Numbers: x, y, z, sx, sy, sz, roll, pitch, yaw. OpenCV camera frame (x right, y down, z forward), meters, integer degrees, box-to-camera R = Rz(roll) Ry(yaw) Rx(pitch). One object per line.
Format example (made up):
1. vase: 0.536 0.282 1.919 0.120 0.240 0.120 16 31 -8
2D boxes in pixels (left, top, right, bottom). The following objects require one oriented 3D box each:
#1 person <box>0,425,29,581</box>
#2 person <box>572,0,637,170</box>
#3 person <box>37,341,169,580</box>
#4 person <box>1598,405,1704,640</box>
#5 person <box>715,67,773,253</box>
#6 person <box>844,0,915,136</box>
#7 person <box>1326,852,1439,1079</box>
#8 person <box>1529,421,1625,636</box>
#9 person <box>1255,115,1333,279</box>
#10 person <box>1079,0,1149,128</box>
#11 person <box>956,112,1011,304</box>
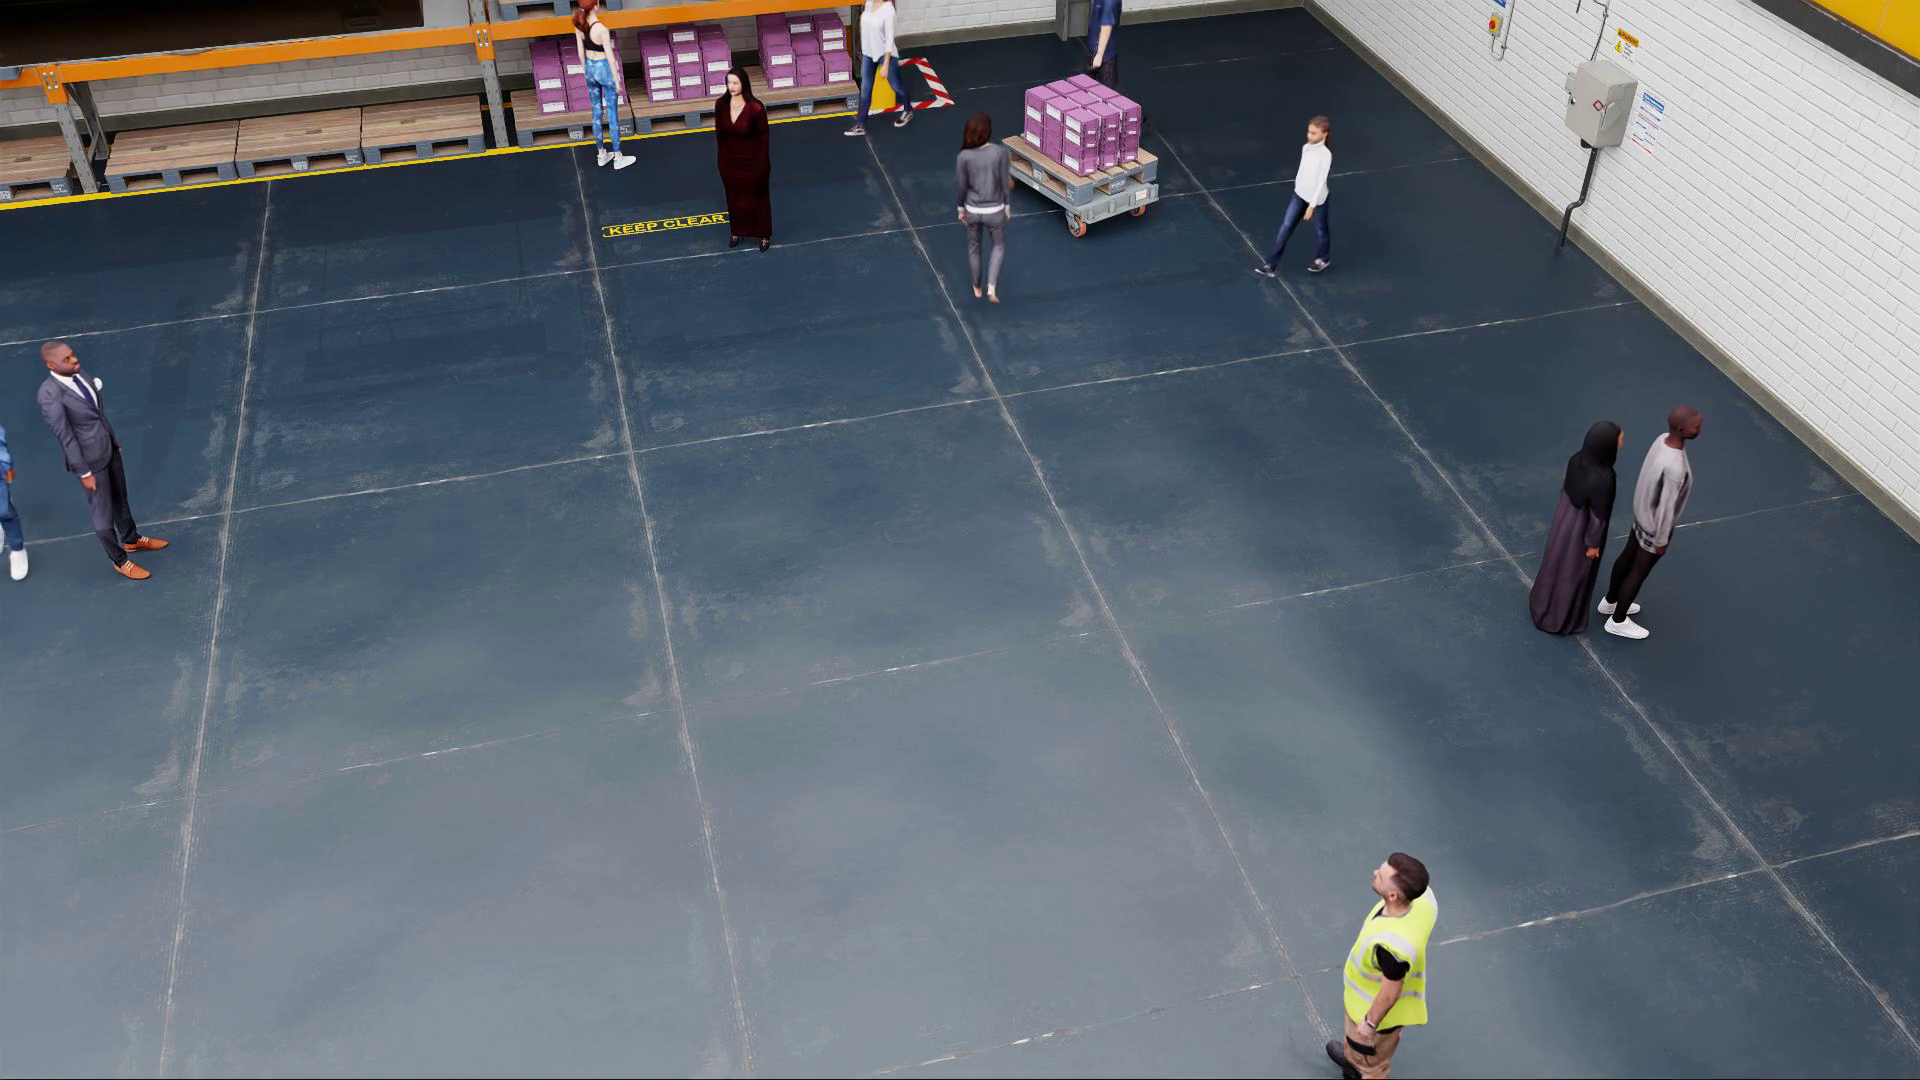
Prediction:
1. person: -6.801 -0.570 11.469 0.646 1.794 0.736 -9 39 -11
2. person: -3.552 -4.550 16.461 0.687 1.785 0.751 17 42 20
3. person: -5.972 -0.580 11.459 0.712 1.824 0.758 1 39 1
4. person: 4.551 -0.142 10.952 0.655 1.771 0.687 4 39 5
5. person: -1.957 -3.465 15.125 0.730 1.757 0.827 11 40 14
6. person: -0.738 -5.018 17.133 1.219 1.678 0.996 -31 48 -33
7. person: 2.019 2.163 8.007 0.905 1.845 0.849 18 42 21
8. person: 4.109 -0.102 11.027 0.622 1.615 0.631 -4 39 -5
9. person: 3.194 -3.038 14.788 1.137 1.510 0.810 -26 45 -29
10. person: 1.541 -4.957 16.931 1.168 1.834 0.726 -7 39 -8
11. person: 0.214 -2.811 14.302 0.856 1.761 0.818 1 39 1
